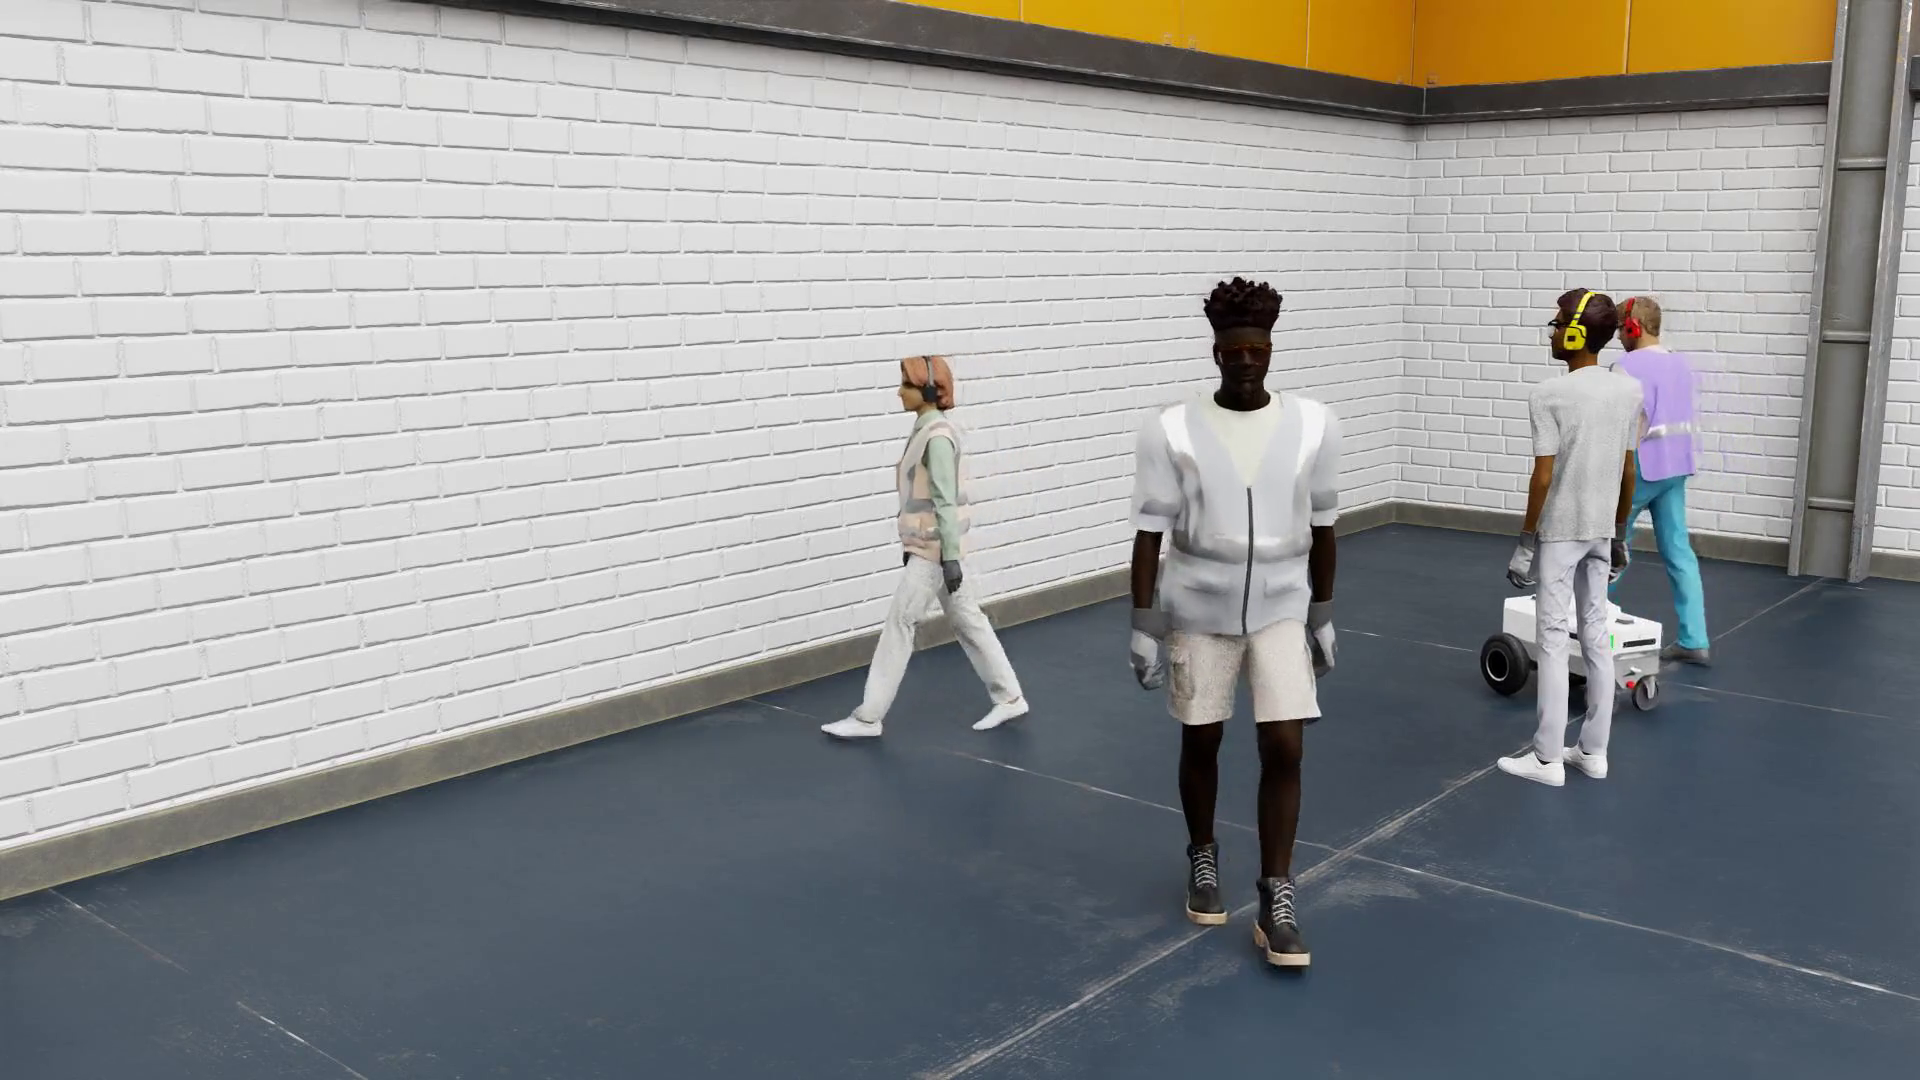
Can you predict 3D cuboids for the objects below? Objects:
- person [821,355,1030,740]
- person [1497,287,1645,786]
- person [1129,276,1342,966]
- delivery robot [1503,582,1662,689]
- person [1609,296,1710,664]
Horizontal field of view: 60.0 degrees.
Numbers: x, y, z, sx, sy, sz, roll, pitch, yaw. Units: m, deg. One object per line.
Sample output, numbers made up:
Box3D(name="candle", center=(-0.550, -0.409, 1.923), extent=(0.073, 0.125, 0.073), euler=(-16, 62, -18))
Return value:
Box3D(name="person", center=(-0.108, 0.036, 6.846), extent=(0.877, 1.598, 0.529), euler=(-1, 10, -5))
Box3D(name="person", center=(2.309, -0.006, 6.290), extent=(0.524, 1.876, 0.325), euler=(-4, 11, -22))
Box3D(name="person", center=(0.801, 0.233, 4.746), extent=(0.637, 1.934, 0.818), euler=(0, 10, 1))
Box3D(name="delivery robot", center=(2.757, 0.412, 7.394), extent=(0.477, 0.478, 0.707), euler=(-4, 11, -23))
Box3D(name="person", center=(3.368, -0.303, 8.268), extent=(0.598, 1.788, 1.005), euler=(-6, 11, -29))
